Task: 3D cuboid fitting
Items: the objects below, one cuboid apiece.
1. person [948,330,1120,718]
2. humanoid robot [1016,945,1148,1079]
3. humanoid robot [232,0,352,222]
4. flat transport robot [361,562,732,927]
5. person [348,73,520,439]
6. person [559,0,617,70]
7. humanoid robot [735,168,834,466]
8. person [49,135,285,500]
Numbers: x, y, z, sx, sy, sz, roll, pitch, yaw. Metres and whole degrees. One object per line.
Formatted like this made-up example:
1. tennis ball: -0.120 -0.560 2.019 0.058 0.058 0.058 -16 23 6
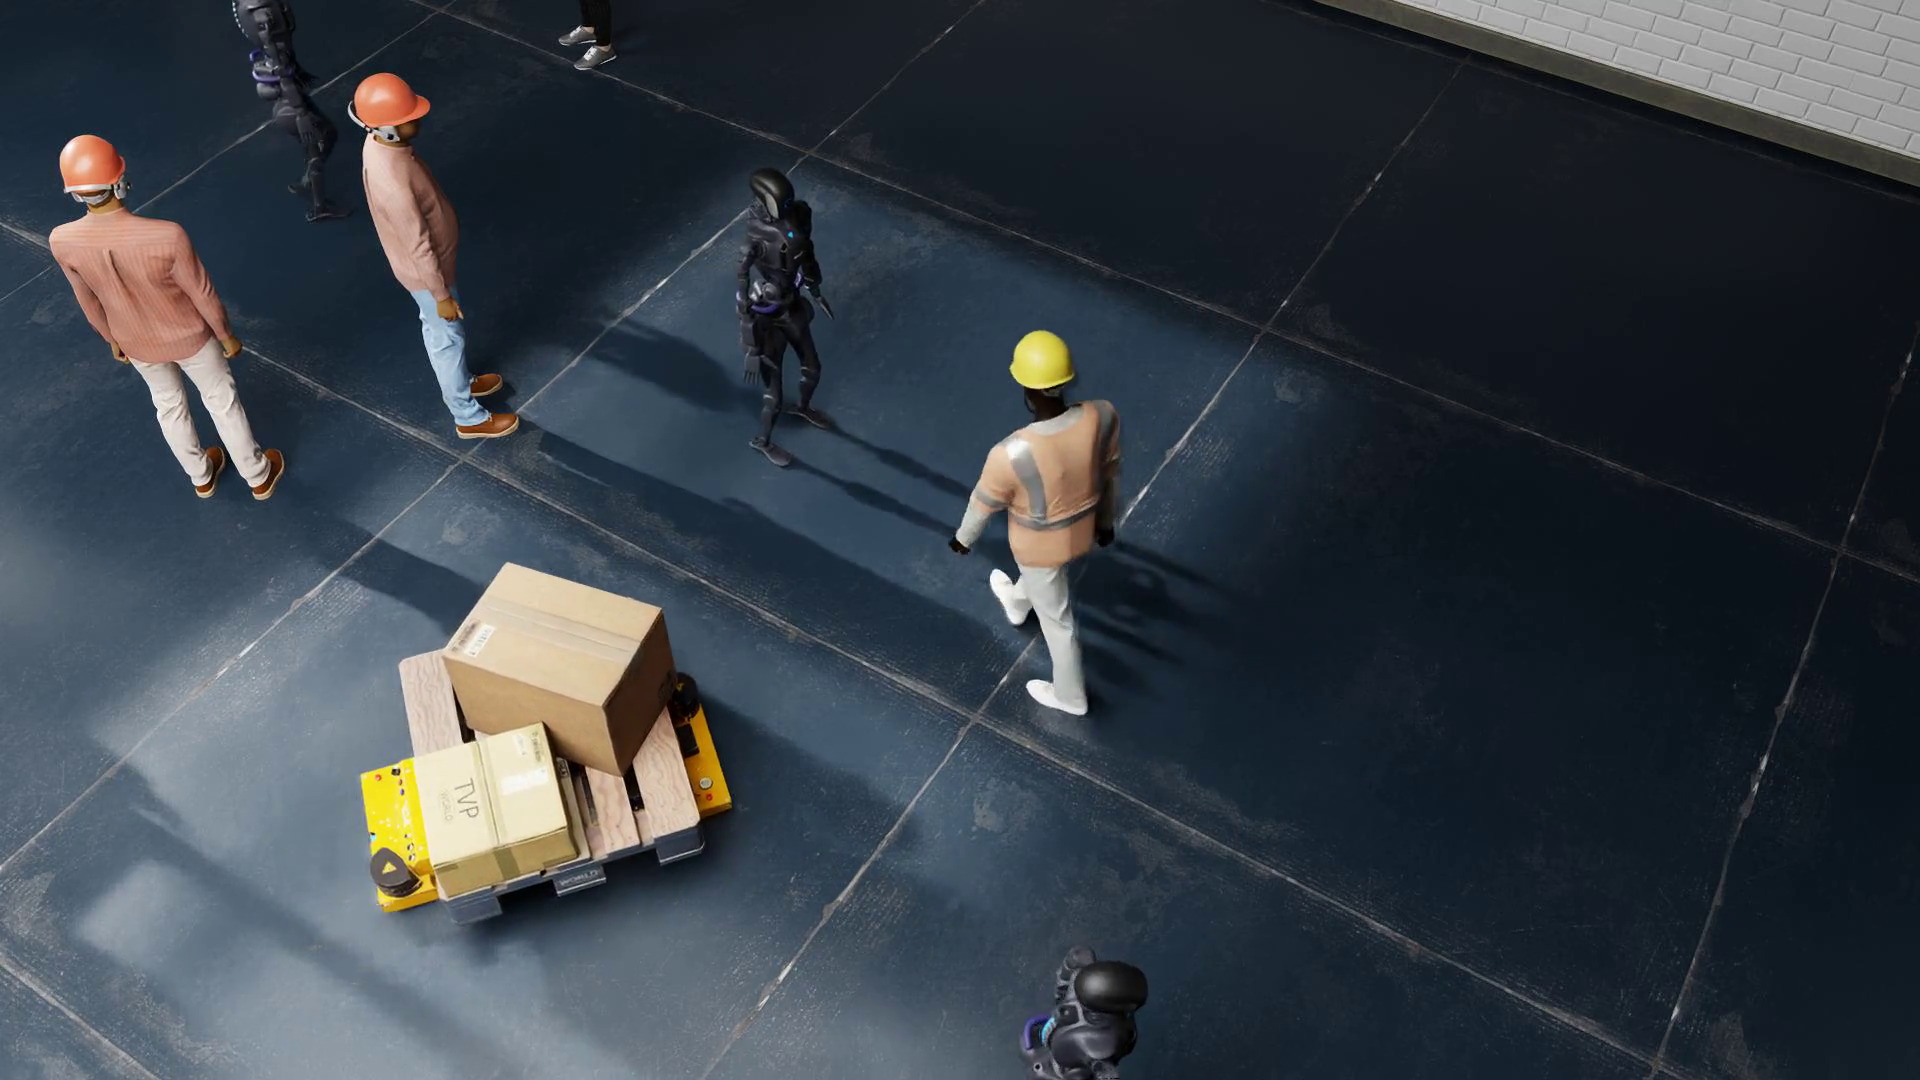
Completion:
1. person: 0.296 -0.086 6.820 0.618 1.866 0.934 -30 55 -23
2. humanoid robot: 0.314 1.738 5.361 0.427 1.635 0.602 -9 49 -8
3. humanoid robot: -3.647 -2.452 9.020 0.358 1.641 0.589 -16 51 -14
4. flat transport robot: -1.729 1.024 6.920 1.431 0.231 0.659 -15 51 -13
5. person: -2.487 -1.310 7.816 0.378 1.994 0.613 -18 51 -15
6. person: -2.360 -3.726 10.082 0.419 1.758 0.767 -19 52 -16
7. humanoid robot: -0.852 -1.049 7.805 0.323 1.645 0.609 25 53 20
8. person: -3.577 -0.949 7.509 0.610 1.986 0.402 0 49 0
